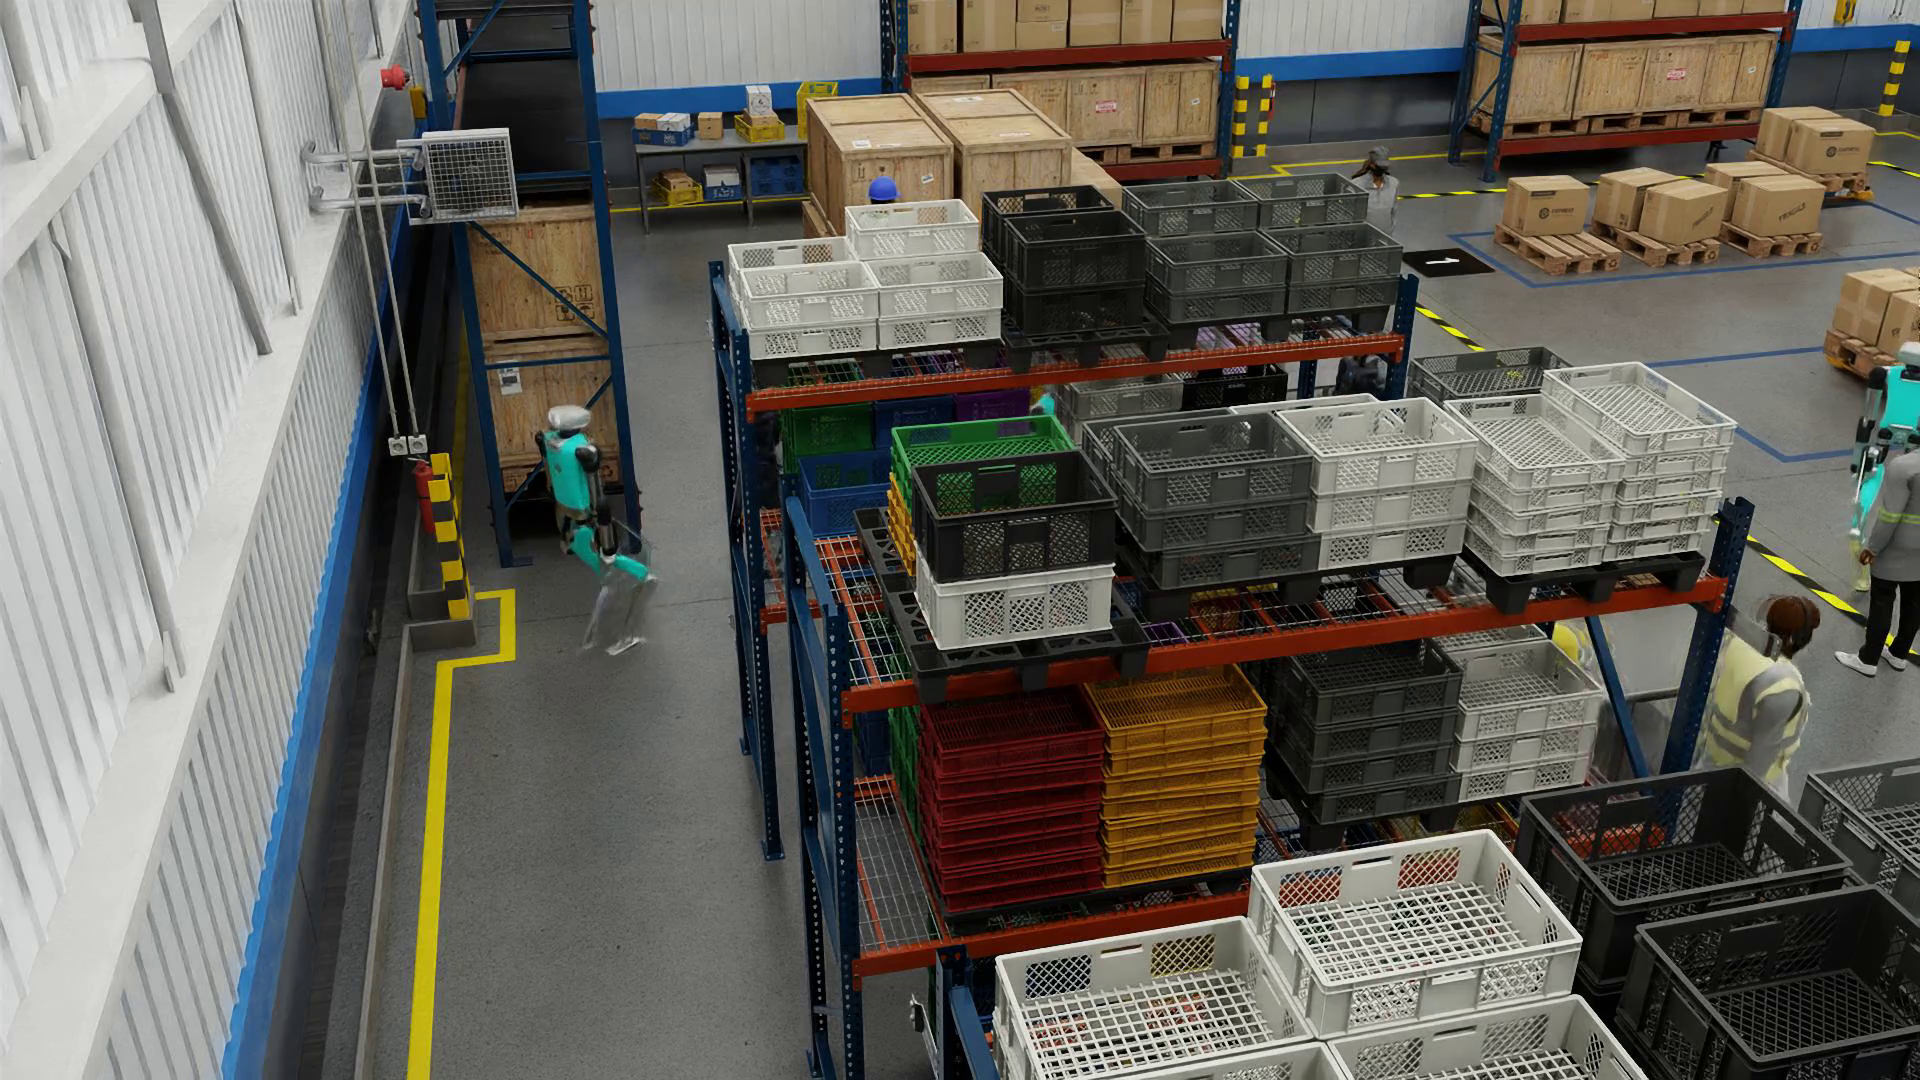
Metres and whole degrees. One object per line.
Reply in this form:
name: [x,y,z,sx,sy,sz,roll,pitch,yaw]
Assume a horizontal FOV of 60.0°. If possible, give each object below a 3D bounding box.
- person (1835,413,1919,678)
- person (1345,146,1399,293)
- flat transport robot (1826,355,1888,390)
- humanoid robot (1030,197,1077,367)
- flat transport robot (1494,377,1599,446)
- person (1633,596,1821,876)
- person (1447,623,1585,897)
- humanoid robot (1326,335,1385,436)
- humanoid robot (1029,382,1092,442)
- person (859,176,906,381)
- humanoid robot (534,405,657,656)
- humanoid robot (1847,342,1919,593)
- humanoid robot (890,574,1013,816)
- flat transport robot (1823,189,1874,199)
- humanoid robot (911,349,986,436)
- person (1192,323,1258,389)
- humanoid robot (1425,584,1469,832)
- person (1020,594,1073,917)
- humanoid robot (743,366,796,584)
person: [5.890,-0.012,10.372,0.594,1.849,0.390,-7,29,-13]
person: [3.899,-2.908,15.954,0.562,1.769,0.400,-8,29,-15]
flat transport robot: [8.479,-1.455,14.778,0.652,0.197,1.431,-6,28,-12]
humanoid robot: [0.876,-2.275,14.877,0.694,1.635,0.607,-2,28,-3]
flat transport robot: [4.780,-1.036,14.013,0.659,0.231,1.431,-6,28,-12]
person: [3.978,1.065,8.404,0.965,1.795,0.607,-1,28,-2]
person: [2.850,1.177,8.191,0.948,1.784,0.587,4,28,8]
humanoid robot: [2.908,-0.753,11.985,0.652,1.641,0.589,-13,31,-23]
humanoid robot: [0.784,-0.149,10.863,0.534,1.873,0.761,-20,34,-34]
person: [-0.673,-2.174,14.370,0.605,1.946,0.404,23,35,36]
humanoid robot: [-2.260,-0.064,10.603,0.557,1.802,0.705,21,34,35]
humanoid robot: [6.270,-0.411,11.237,0.552,1.742,0.893,16,32,28]
humanoid robot: [-0.080,0.971,8.706,0.769,1.844,0.555,4,28,7]
flat transport robot: [10.230,-4.286,20.149,1.431,0.197,0.652,-5,28,-10]
humanoid robot: [-0.106,-0.346,11.071,0.530,1.720,0.772,4,28,8]
person: [1.934,-1.209,12.438,0.605,2.045,0.376,-18,33,-31]
humanoid robot: [2.472,0.939,8.808,0.816,1.620,0.599,17,32,29]
person: [0.467,1.044,8.335,0.354,1.883,0.572,-4,28,-7]
humanoid robot: [-1.318,-0.456,11.402,0.360,1.650,0.609,-6,28,-12]
